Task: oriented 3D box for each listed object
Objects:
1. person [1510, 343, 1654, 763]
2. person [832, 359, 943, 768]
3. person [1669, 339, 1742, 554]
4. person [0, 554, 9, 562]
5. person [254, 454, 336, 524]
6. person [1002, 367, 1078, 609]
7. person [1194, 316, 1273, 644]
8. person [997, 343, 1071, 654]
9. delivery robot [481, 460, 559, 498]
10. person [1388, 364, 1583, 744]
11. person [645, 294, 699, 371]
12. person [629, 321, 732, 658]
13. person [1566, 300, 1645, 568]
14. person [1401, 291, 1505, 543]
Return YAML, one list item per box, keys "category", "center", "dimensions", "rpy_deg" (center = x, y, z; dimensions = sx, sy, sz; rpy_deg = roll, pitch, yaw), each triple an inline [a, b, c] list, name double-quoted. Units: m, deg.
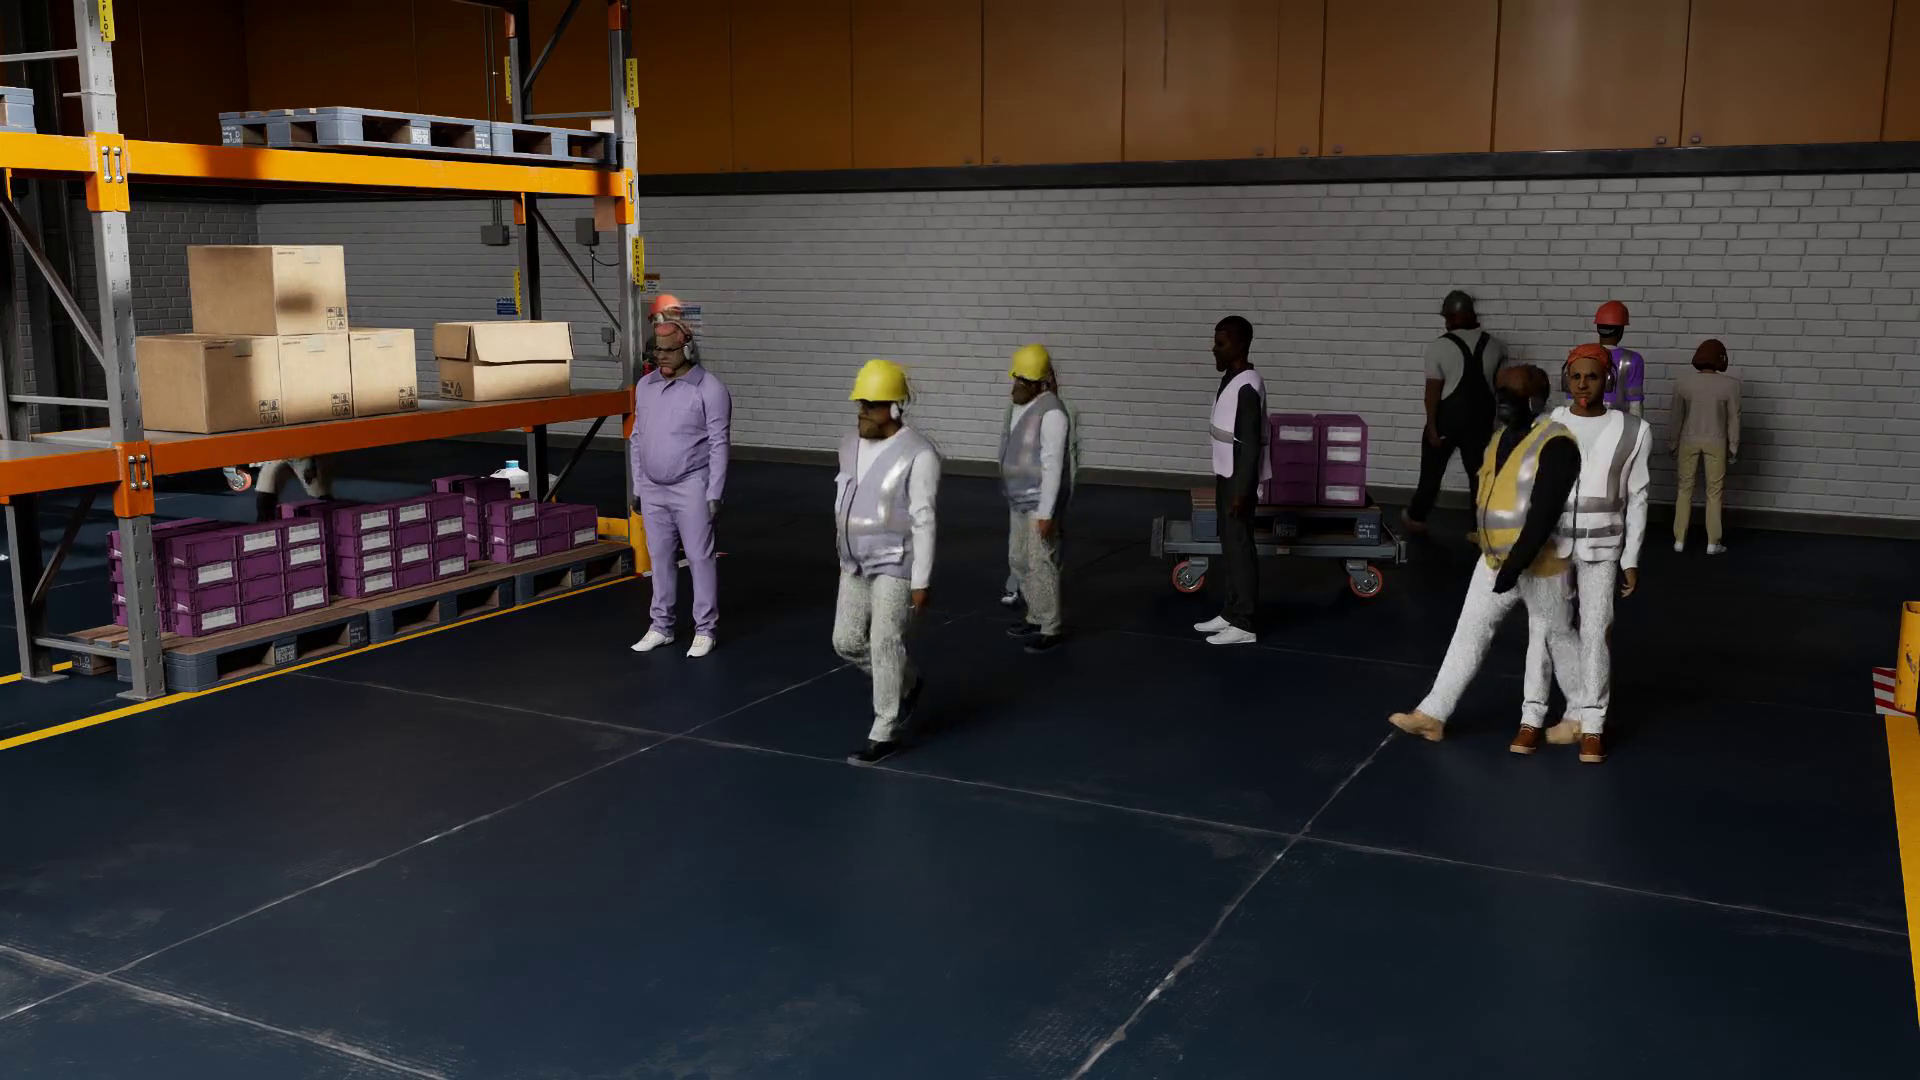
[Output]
- category: "person"
  center: [2.777, 0.060, 7.490]
  dimensions: [0.574, 1.882, 0.356]
  rpy_deg: [5, 11, 26]
- category: "person"
  center: [-0.315, 0.091, 7.468]
  dimensions: [0.505, 1.818, 0.597]
  rpy_deg: [-9, 14, -43]
- category: "person"
  center: [5.662, -0.709, 12.660]
  dimensions: [0.507, 1.631, 0.278]
  rpy_deg: [7, 12, 34]
- category: "person"
  center: [-7.509, -0.629, 12.289]
  dimensions: [0.843, 1.602, 0.519]
  rpy_deg: [0, 10, 1]
- category: "person"
  center: [-4.599, -0.641, 11.484]
  dimensions: [0.605, 1.909, 1.037]
  rpy_deg: [6, 12, 32]
- category: "person"
  center: [0.509, -0.358, 10.753]
  dimensions: [0.512, 1.577, 0.887]
  rpy_deg: [3, 10, 16]
- category: "person"
  center: [1.623, -0.351, 9.768]
  dimensions: [0.386, 1.917, 0.596]
  rpy_deg: [0, 10, -3]
- category: "person"
  center: [0.424, -0.231, 9.447]
  dimensions: [0.461, 1.786, 0.623]
  rpy_deg: [-4, 11, -22]
- category: "delivery robot"
  center: [-3.714, -0.419, 13.824]
  dimensions: [0.707, 0.478, 0.477]
  rpy_deg: [-6, 11, -30]
- category: "person"
  center: [2.549, 0.086, 7.641]
  dimensions: [0.996, 1.782, 0.634]
  rpy_deg: [-3, 10, -16]
- category: "person"
  center: [-2.285, -0.987, 13.360]
  dimensions: [0.659, 1.951, 0.666]
  rpy_deg: [5, 11, 29]
- category: "person"
  center: [-1.609, -0.285, 9.427]
  dimensions: [0.640, 1.904, 0.409]
  rpy_deg: [4, 11, 24]
- category: "person"
  center: [4.678, -0.762, 12.080]
  dimensions: [0.543, 1.939, 0.360]
  rpy_deg: [7, 12, 36]
- category: "person"
  center: [3.964, -1.017, 13.263]
  dimensions: [0.691, 2.000, 1.030]
  rpy_deg: [-2, 10, -10]
